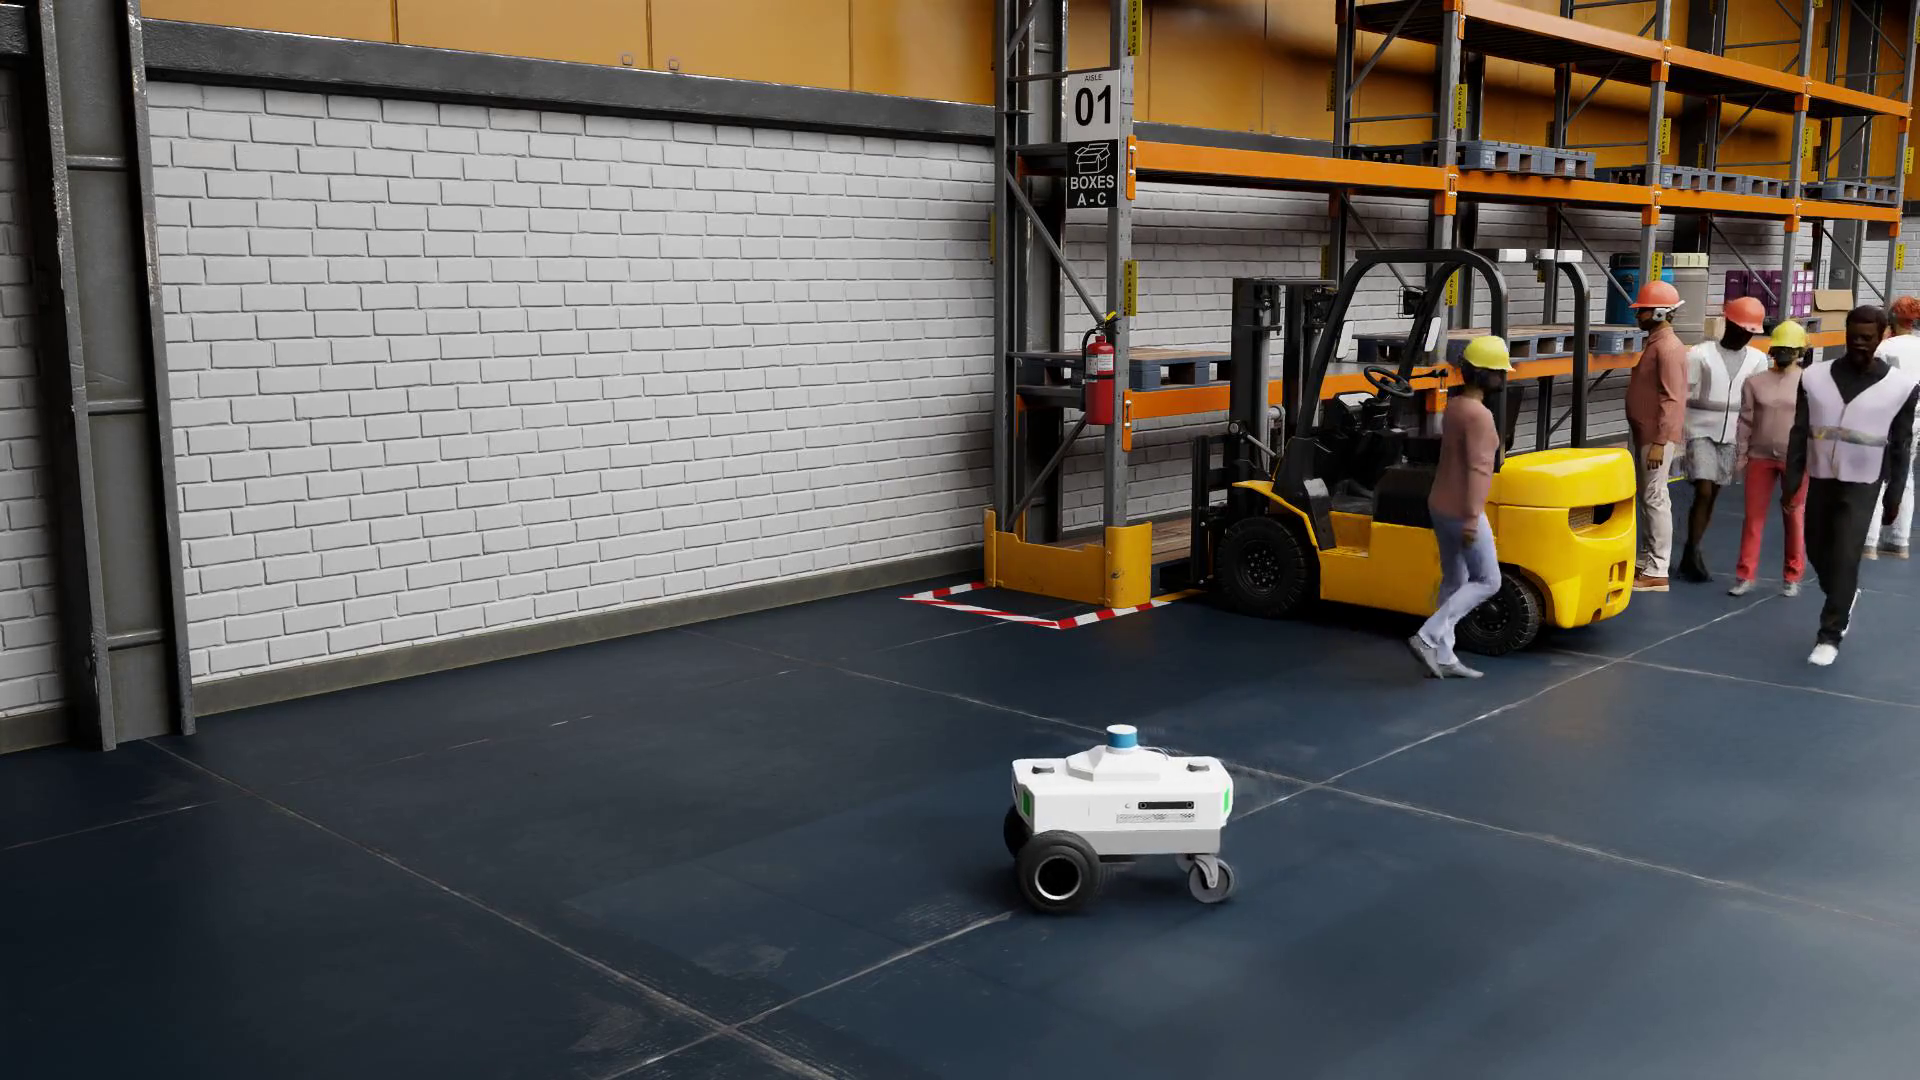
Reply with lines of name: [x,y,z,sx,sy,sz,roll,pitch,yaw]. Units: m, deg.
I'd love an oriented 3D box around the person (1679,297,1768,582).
person: [5.023,-0.656,11.014,0.630,1.881,0.787,0,9,-1]

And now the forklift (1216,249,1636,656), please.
forklift: [2.710,-0.584,9.626,2.313,2.155,1.214,9,13,43]

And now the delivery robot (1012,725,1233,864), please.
delivery robot: [0.534,0.857,5.512,0.707,0.478,0.477,0,9,-3]

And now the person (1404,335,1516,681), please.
person: [2.492,-0.138,8.248,0.436,1.750,0.544,-1,9,-5]

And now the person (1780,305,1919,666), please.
person: [4.767,-0.310,8.893,0.829,1.891,0.603,-9,13,-43]

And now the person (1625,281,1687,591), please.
person: [4.464,-0.667,10.739,0.385,1.993,0.624,2,10,14]

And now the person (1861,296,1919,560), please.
person: [6.651,-0.788,11.886,0.605,1.884,0.386,-2,9,-12]

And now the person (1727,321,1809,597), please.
person: [5.152,-0.496,10.489,0.547,1.753,0.576,8,12,39]
